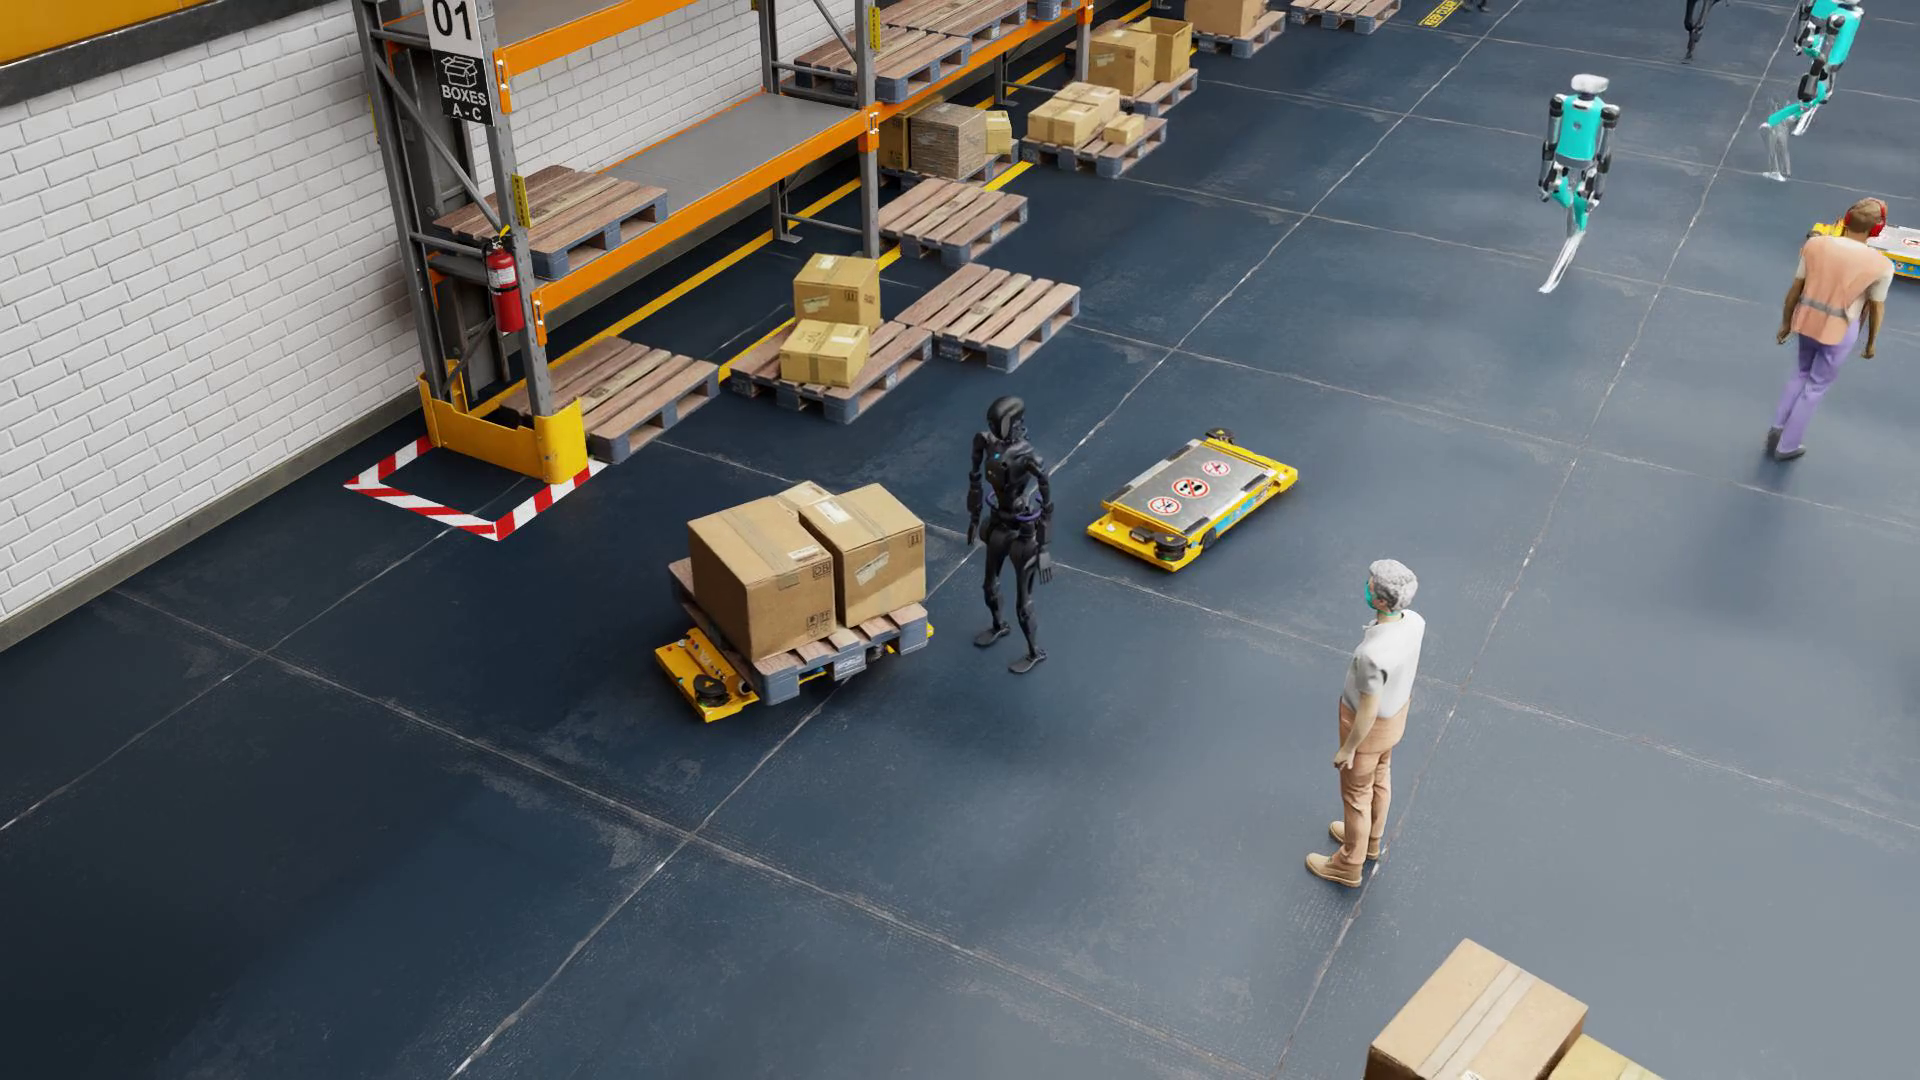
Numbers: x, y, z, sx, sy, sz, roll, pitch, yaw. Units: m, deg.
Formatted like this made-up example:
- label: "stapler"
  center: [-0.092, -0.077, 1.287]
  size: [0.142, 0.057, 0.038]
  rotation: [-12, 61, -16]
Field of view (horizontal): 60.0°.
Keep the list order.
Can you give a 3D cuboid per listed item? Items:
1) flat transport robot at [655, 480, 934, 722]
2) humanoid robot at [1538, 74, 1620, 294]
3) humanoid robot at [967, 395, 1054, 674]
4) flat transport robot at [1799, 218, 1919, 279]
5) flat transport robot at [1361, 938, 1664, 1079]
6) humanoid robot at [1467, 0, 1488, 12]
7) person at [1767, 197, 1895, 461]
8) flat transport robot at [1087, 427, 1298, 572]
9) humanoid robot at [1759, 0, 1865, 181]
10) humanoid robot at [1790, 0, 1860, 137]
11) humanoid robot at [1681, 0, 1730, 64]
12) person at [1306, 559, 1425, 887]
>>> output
- label: "flat transport robot"
  center: [-0.923, 0.544, 9.326]
  size: [1.431, 0.231, 0.659]
  rotation: [-20, 38, -27]
- label: "humanoid robot"
  center: [4.970, -2.895, 13.223]
  size: [0.542, 1.782, 0.923]
  rotation: [25, 41, 32]
- label: "humanoid robot"
  center: [0.280, -0.054, 8.956]
  size: [0.613, 1.639, 0.307]
  rotation: [27, 42, 35]
- label: "flat transport robot"
  center: [7.771, -2.361, 13.719]
  size: [1.431, 0.231, 0.659]
  rotation: [20, 38, 27]
- label: "flat transport robot"
  center: [1.960, 2.591, 6.227]
  size: [0.659, 0.231, 1.431]
  rotation: [27, 42, 34]
- label: "humanoid robot"
  center: [6.295, -7.022, 19.503]
  size: [0.613, 1.644, 0.398]
  rotation: [1, 33, 1]
- label: "person"
  center: [5.631, -1.344, 10.771]
  size: [0.531, 1.819, 0.560]
  rotation: [-20, 38, -27]
- label: "flat transport robot"
  center: [1.497, -0.276, 10.566]
  size: [0.659, 0.231, 1.431]
  rotation: [25, 41, 33]
- label: "humanoid robot"
  center: [7.600, -4.090, 15.049]
  size: [0.542, 1.843, 0.657]
  rotation: [-27, 42, -34]
- label: "humanoid robot"
  center: [8.442, -4.857, 16.179]
  size: [0.915, 1.771, 0.542]
  rotation: [-27, 42, -35]
- label: "humanoid robot"
  center: [8.134, -6.074, 18.089]
  size: [0.609, 1.632, 0.696]
  rotation: [21, 39, 29]
- label: "person"
  center: [1.857, 0.831, 7.549]
  size: [0.308, 1.745, 0.494]
  rotation: [23, 40, 30]
